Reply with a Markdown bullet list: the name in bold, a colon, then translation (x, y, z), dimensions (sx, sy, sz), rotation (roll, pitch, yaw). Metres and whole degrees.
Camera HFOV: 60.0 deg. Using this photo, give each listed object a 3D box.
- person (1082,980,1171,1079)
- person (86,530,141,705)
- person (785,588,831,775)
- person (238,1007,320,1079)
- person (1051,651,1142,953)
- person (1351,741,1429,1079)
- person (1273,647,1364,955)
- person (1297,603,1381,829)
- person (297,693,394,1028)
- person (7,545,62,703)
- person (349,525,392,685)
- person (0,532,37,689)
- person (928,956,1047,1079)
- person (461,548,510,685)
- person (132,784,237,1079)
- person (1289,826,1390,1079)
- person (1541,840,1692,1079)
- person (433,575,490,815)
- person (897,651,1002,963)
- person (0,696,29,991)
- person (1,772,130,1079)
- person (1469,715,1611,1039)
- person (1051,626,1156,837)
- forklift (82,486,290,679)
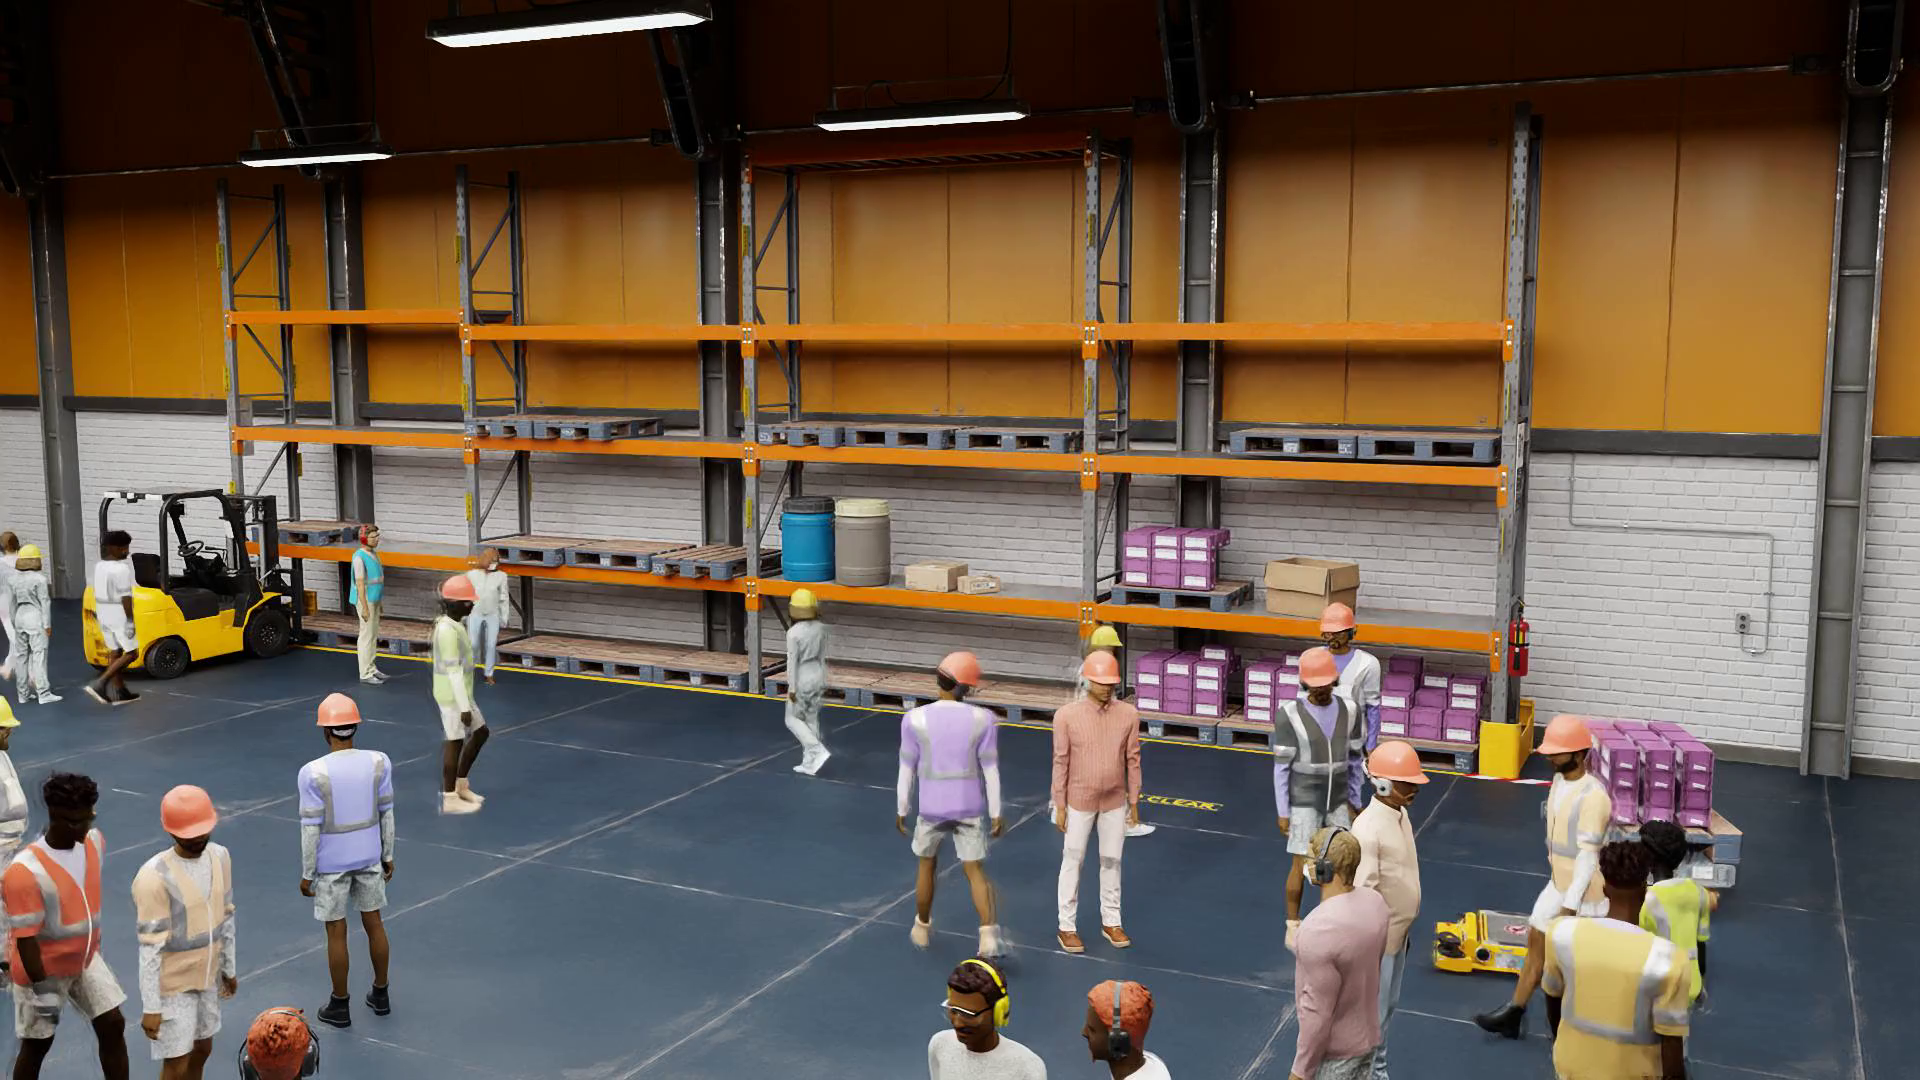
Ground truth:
- **person**: translation (0.572, 2.383, 5.563), dimensions (0.349, 1.879, 0.568), rotation (1, 7, 12)
- **person**: translation (-9.101, 0.853, 17.884), dimensions (0.668, 1.943, 0.597), rotation (5, 8, 34)
- **person**: translation (-1.356, 1.302, 15.063), dimensions (0.484, 1.733, 0.490), rotation (6, 9, 39)
- **person**: translation (-2.131, 2.413, 5.313), dimensions (0.577, 1.879, 0.352), rotation (-1, 7, -12)
- **person**: translation (0.892, 1.693, 10.817), dimensions (0.610, 1.985, 0.410), rotation (-2, 7, -16)
- **person**: translation (2.137, 1.984, 8.359), dimensions (0.386, 1.992, 0.622), rotation (4, 8, 29)
- **person**: translation (2.327, 1.682, 10.730), dimensions (0.624, 2.028, 0.406), rotation (-2, 7, -15)
- **person**: translation (2.793, 1.475, 12.358), dimensions (0.616, 2.041, 0.377), rotation (3, 8, 26)
- **person**: translation (-3.582, 1.851, 9.698), dimensions (0.552, 1.933, 0.372), rotation (-6, 9, -42)
- **person**: translation (-10.147, 0.919, 18.196), dimensions (0.487, 1.741, 0.313), rotation (1, 7, 12)
- **person**: translation (-6.840, 0.741, 19.230), dimensions (0.389, 1.846, 0.567), rotation (0, 7, -4)
- **person**: translation (-10.845, 0.798, 19.018), dimensions (1.050, 1.783, 0.536), rotation (4, 8, 32)
- **person**: translation (0.081, 2.358, 5.832), dimensions (0.514, 1.861, 0.321), rotation (5, 9, 37)
- **person**: translation (-5.436, 0.877, 19.062), dimensions (0.538, 1.604, 0.405), rotation (-2, 7, -17)
- **person**: translation (-3.649, 2.081, 7.873), dimensions (0.429, 1.919, 0.608), rotation (2, 7, 16)
- **person**: translation (1.589, 2.164, 7.088), dimensions (0.371, 1.941, 0.627), rotation (6, 9, 38)
- **person**: translation (2.775, 2.183, 7.014), dimensions (0.621, 1.910, 1.021), rotation (5, 9, 36)
- **person**: translation (-4.136, 1.300, 13.869), dimensions (0.501, 2.026, 0.654), rotation (-1, 7, -11)
- **person**: translation (-0.076, 1.708, 10.637), dimensions (0.673, 2.005, 0.755), rotation (-1, 7, -4)
- **person**: translation (-5.933, 1.851, 10.196), dimensions (0.403, 1.818, 0.599), rotation (-2, 7, -17)
- **person**: translation (-4.278, 2.055, 8.078), dimensions (0.900, 1.916, 0.668), rotation (2, 7, 13)
- **person**: translation (3.309, 1.919, 9.275), dimensions (0.926, 1.892, 0.561), rotation (-1, 7, -8)
- **person**: translation (1.132, 1.527, 13.384), dimensions (0.919, 1.690, 0.502), rotation (3, 7, 21)
- **forklift**: translation (-9.426, 0.454, 20.179), dimensions (1.214, 2.155, 2.313), rotation (3, 8, 26)
